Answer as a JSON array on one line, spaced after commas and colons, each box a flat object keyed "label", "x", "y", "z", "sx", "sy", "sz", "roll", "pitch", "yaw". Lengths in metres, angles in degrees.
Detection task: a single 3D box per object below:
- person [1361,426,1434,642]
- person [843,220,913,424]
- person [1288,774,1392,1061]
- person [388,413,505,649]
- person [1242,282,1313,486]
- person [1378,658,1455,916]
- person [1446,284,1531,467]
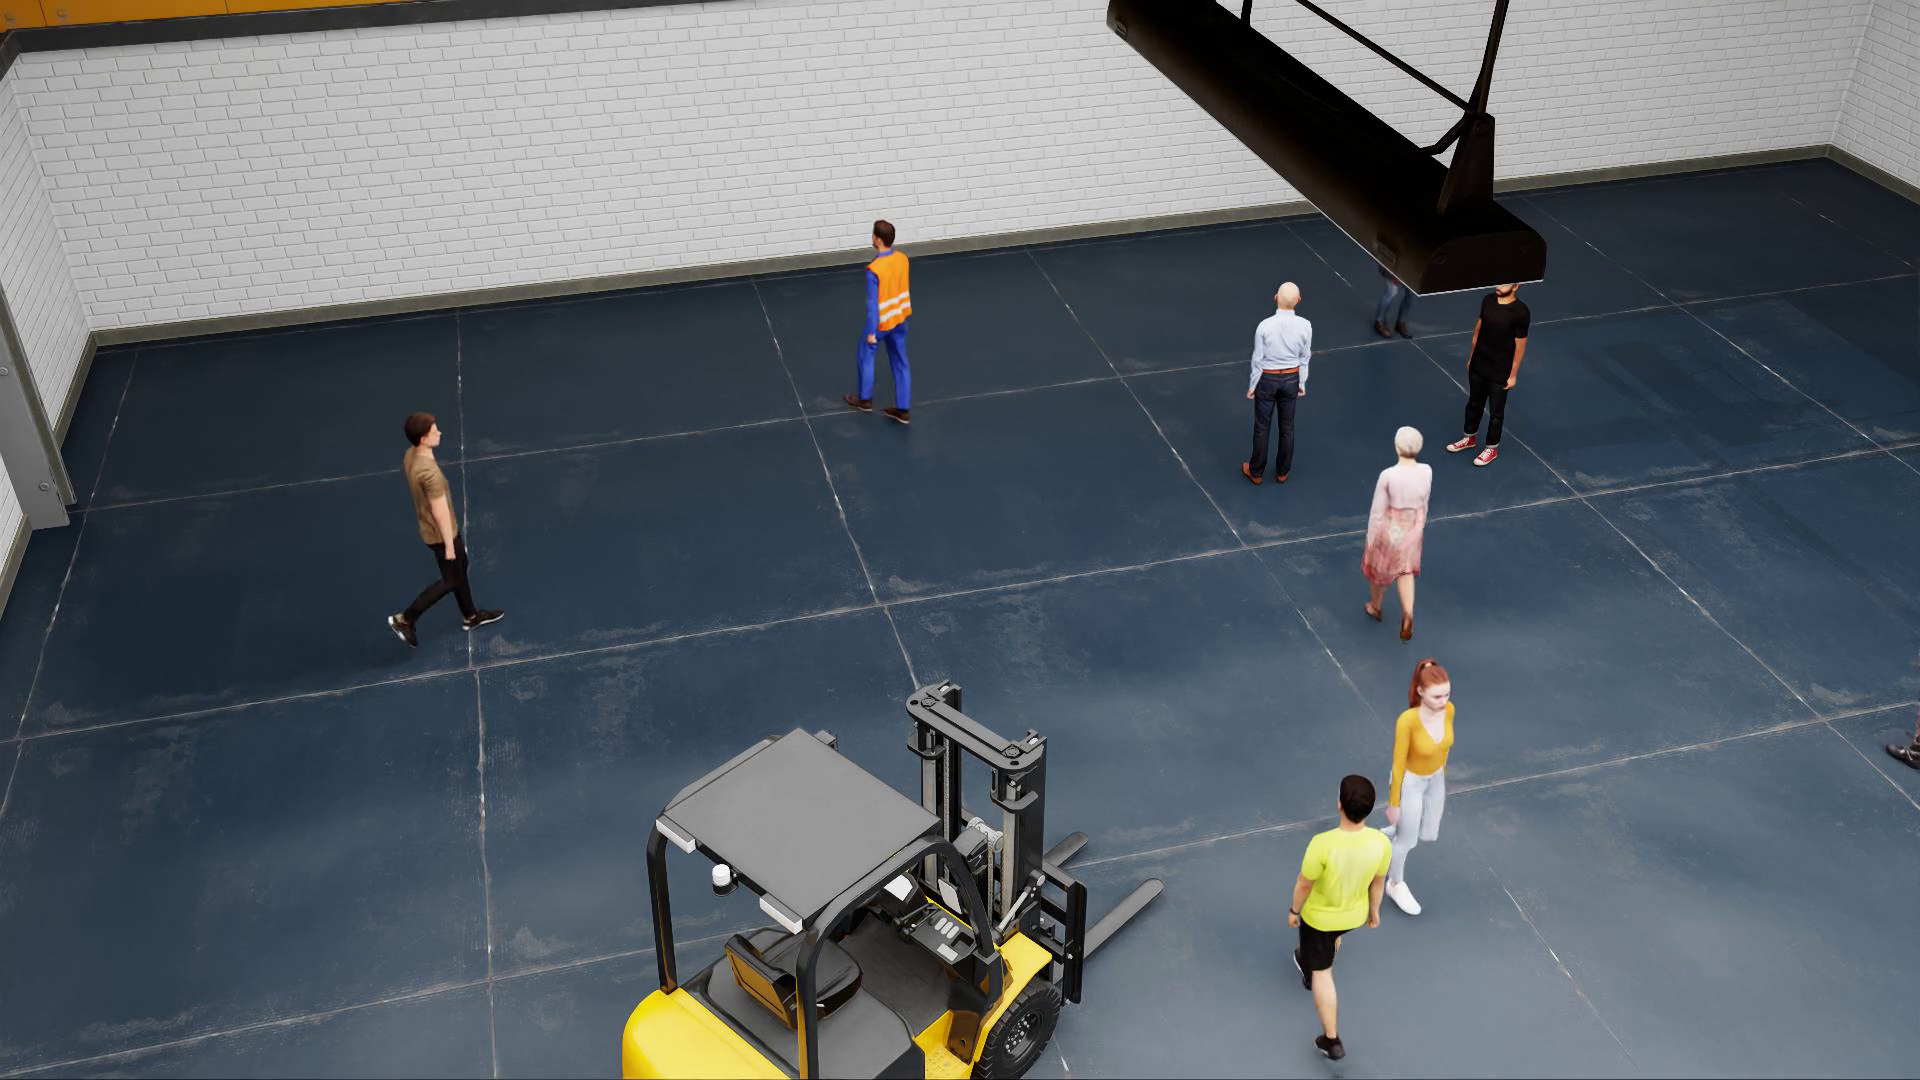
[{"label": "person", "x": 3.148, "y": -0.017, "z": 11.841, "sx": 0.696, "sy": 1.676, "sz": 0.919, "roll": -3, "pitch": 34, "yaw": -5}, {"label": "person", "x": -0.577, "y": -1.861, "z": 14.465, "sx": 1.088, "sy": 1.842, "sz": 1.000, "roll": 25, "pitch": 41, "yaw": 32}, {"label": "person", "x": 2.010, "y": 2.002, "z": 8.803, "sx": 0.672, "sy": 1.677, "sz": 1.072, "roll": -6, "pitch": 34, "yaw": -10}, {"label": "person", "x": -3.756, "y": -0.047, "z": 11.743, "sx": 0.909, "sy": 1.834, "sz": 1.077, "roll": -19, "pitch": 38, "yaw": -26}, {"label": "person", "x": 2.600, "y": -1.277, "z": 13.632, "sx": 0.685, "sy": 1.791, "sz": 0.628, "roll": -2, "pitch": 34, "yaw": -4}, {"label": "person", "x": 2.591, "y": 1.387, "z": 9.672, "sx": 0.709, "sy": 1.738, "sz": 0.842, "roll": -18, "pitch": 38, "yaw": -25}, {"label": "person", "x": 4.483, "y": -1.473, "z": 13.959, "sx": 0.760, "sy": 1.757, "sz": 0.609, "roll": -22, "pitch": 40, "yaw": -30}]
